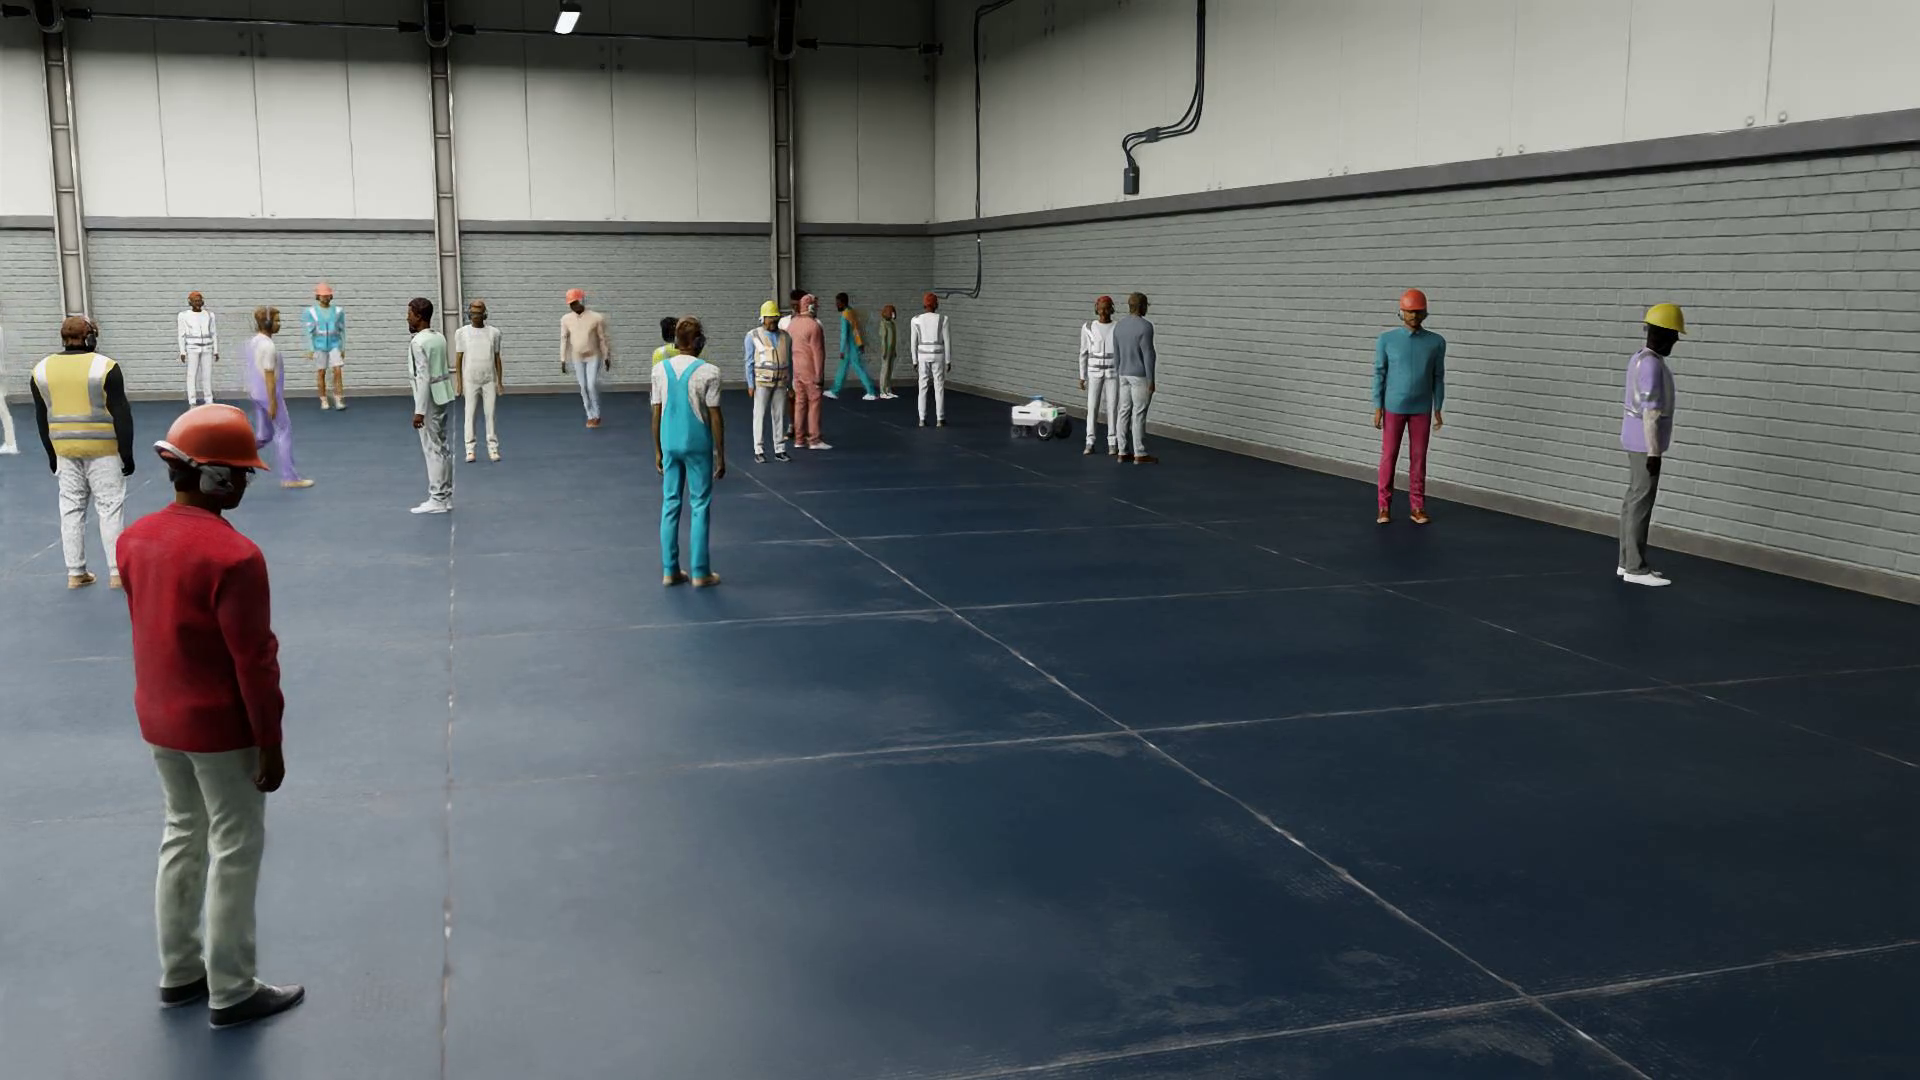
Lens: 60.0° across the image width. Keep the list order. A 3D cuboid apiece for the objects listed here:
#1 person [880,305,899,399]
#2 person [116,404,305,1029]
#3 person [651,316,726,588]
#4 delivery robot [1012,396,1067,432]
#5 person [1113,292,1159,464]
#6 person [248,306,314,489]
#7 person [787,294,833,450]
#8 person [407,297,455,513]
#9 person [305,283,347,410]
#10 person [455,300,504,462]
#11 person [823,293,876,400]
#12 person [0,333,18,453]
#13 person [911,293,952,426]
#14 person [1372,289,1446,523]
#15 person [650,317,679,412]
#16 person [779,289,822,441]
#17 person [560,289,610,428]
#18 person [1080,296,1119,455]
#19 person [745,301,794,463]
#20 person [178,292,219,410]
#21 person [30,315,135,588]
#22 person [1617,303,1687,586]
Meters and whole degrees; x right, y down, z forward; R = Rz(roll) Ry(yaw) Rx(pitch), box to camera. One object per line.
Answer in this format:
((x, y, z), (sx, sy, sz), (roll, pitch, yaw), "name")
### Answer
((-1.245, -3.293, 29.108), (0.265, 1.632, 0.508), (4, 10, 22), "person")
((-2.074, 0.490, 4.652), (0.574, 1.737, 0.353), (5, 10, 31), "person")
((-1.824, -0.585, 11.206), (0.513, 1.836, 0.355), (2, 9, 15), "person")
((1.033, -1.633, 21.649), (0.707, 0.478, 0.477), (7, 11, 37), "delivery robot")
((1.982, -1.821, 18.749), (0.373, 1.940, 0.629), (-6, 11, -35), "person")
((-6.827, -1.381, 16.299), (0.787, 1.826, 0.520), (-8, 12, -42), "person")
((-1.829, -2.042, 20.298), (0.409, 1.901, 0.654), (-7, 11, -37), "person")
((-4.722, -1.198, 14.834), (0.397, 1.920, 0.587), (0, 9, 1), "person")
((-9.983, -3.033, 26.263), (0.618, 2.008, 0.909), (-5, 10, -30), "person")
((-5.465, -1.804, 18.943), (0.518, 1.842, 0.332), (-4, 10, -23), "person")
((-1.903, -3.325, 28.663), (0.995, 1.843, 0.664), (1, 9, 4), "person")
((-11.697, -1.938, 19.805), (0.902, 1.834, 0.564), (1, 9, 7), "person")
((-0.402, -2.544, 23.537), (0.575, 1.885, 0.355), (1, 9, 9), "person")
((3.823, -1.133, 14.184), (0.609, 1.995, 0.376), (0, 9, 2), "person")
((-3.007, -1.491, 17.421), (0.369, 1.682, 0.554), (7, 11, 39), "person")
((-2.067, -2.257, 21.474), (0.605, 1.957, 0.380), (3, 9, 17), "person")
((-5.227, -2.523, 23.187), (0.638, 1.944, 0.671), (1, 9, 9), "person")
((1.710, -1.948, 19.735), (0.585, 1.882, 0.337), (1, 9, 7), "person")
((-2.149, -1.795, 18.919), (0.590, 1.833, 0.403), (-6, 11, -32), "person")
((-12.072, -2.991, 26.386), (0.585, 1.882, 0.340), (-8, 12, -43), "person")
((-5.846, -0.584, 11.177), (0.626, 1.842, 0.429), (0, 9, 1), "person")
((4.717, -0.652, 11.362), (0.377, 1.917, 0.585), (2, 9, 15), "person")
